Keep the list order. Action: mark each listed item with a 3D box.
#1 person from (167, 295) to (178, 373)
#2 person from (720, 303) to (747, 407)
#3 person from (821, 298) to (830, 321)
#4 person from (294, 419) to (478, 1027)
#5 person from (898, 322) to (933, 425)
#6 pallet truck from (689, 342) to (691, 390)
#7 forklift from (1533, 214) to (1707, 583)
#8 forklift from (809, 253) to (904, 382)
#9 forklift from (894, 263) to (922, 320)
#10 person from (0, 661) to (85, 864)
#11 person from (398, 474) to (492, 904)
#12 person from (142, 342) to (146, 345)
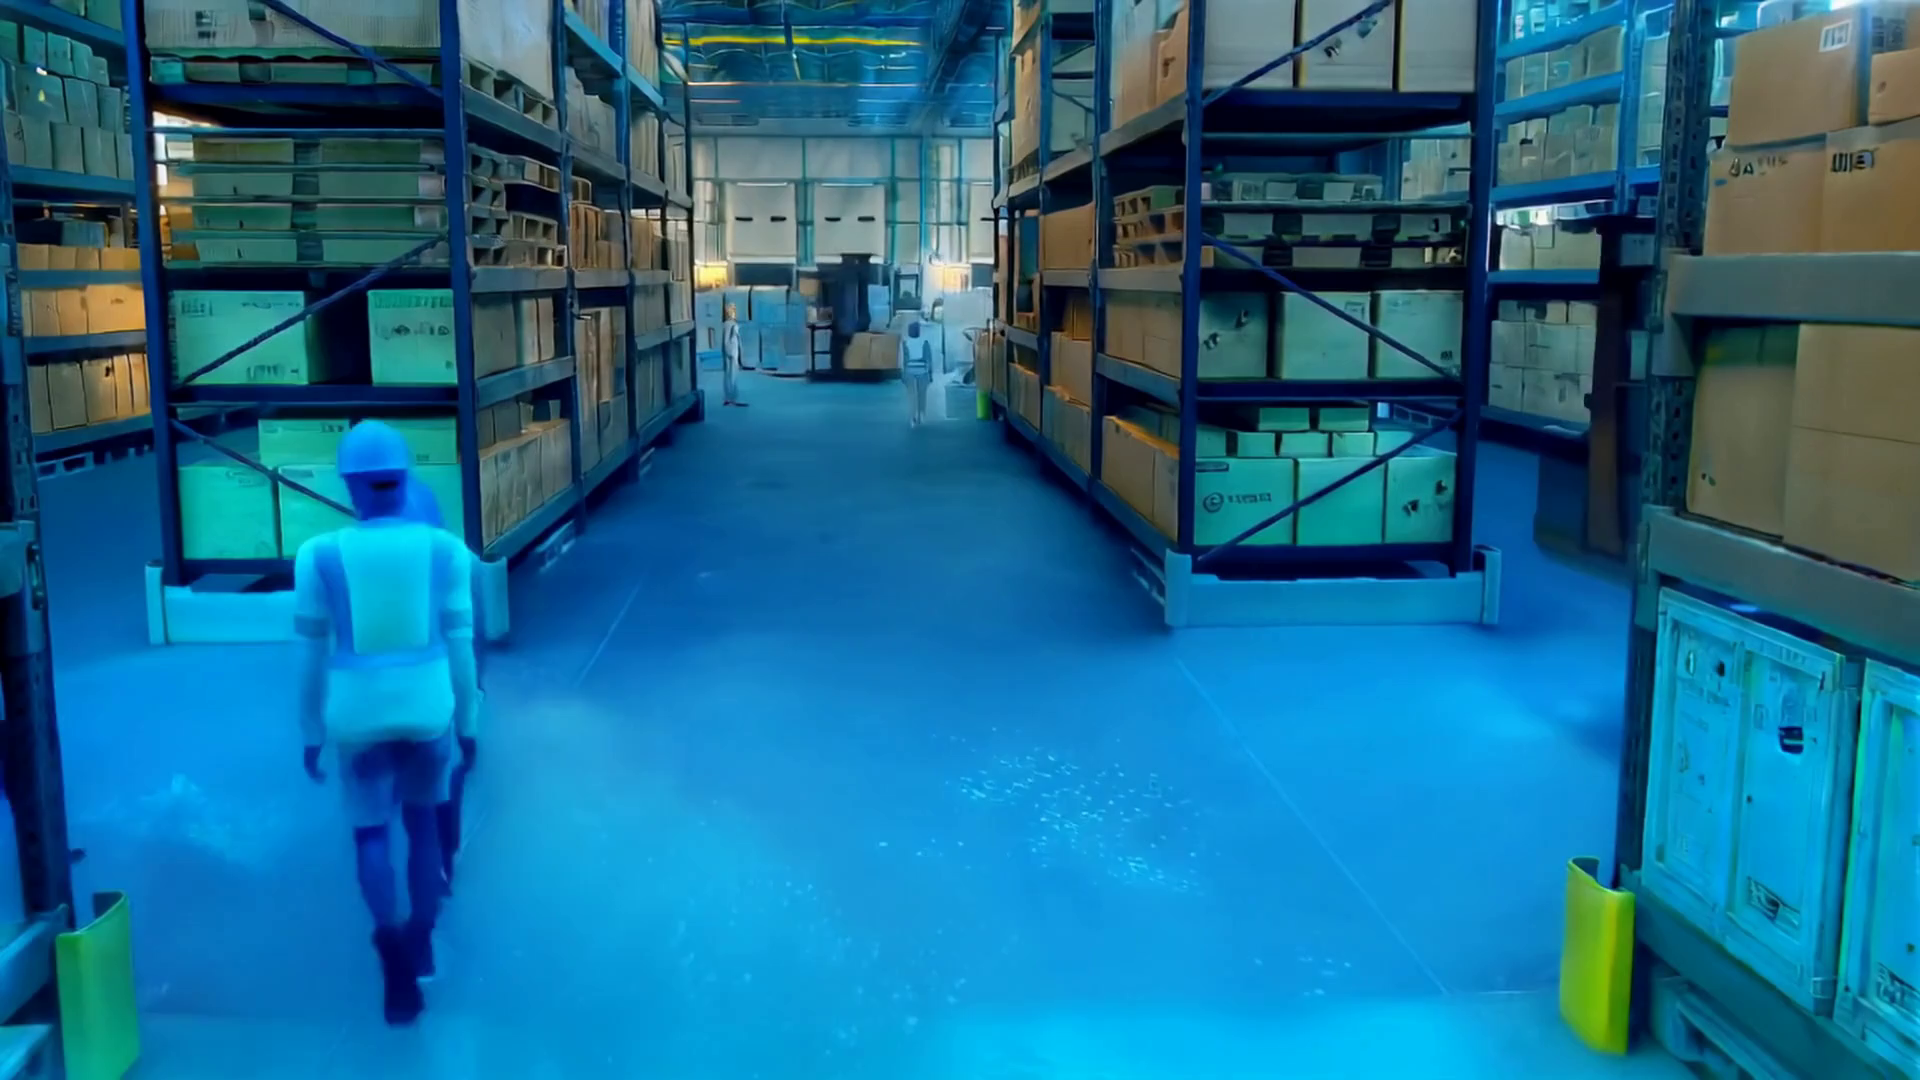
[{"bbox_3d":[-17.715,-4.552,37.413,0.614,1.932,0.965,1,9,4],"label":"person"},{"bbox_3d":[-4.075,-3.303,29.771,0.518,1.862,0.329,9,13,43],"label":"person"},{"bbox_3d":[-4.505,-7.190,54.980,0.848,1.586,0.538,-3,10,-20],"label":"person"},{"bbox_3d":[-1.803,0.574,5.307,0.547,1.905,0.796,-5,10,-26],"label":"person"},{"bbox_3d":[-0.717,-2.638,26.328,0.547,1.606,0.757,-1,9,-6],"label":"person"},{"bbox_3d":[-5.225,-3.008,27.480,1.885,1.965,0.823,2,9,14],"label":"pallet truck"},{"bbox_3d":[5.506,-1.187,13.286,1.129,2.768,1.873,-1,9,-4],"label":"forklift"},{"bbox_3d":[-2.270,-4.919,36.719,1.873,2.768,1.129,3,9,18],"label":"forklift"},{"bbox_3d":[-1.972,-8.988,62.264,1.129,2.768,1.873,-1,9,-4],"label":"forklift"},{"bbox_3d":[-3.809,0.511,6.426,0.815,1.660,0.540,4,10,22],"label":"person"},{"bbox_3d":[-2.046,0.554,6.305,0.510,1.609,0.707,-2,9,-11],"label":"person"},{"bbox_3d":[-22.730,-6.013,46.632,0.474,1.907,0.589,5,10,27],"label":"person"}]
